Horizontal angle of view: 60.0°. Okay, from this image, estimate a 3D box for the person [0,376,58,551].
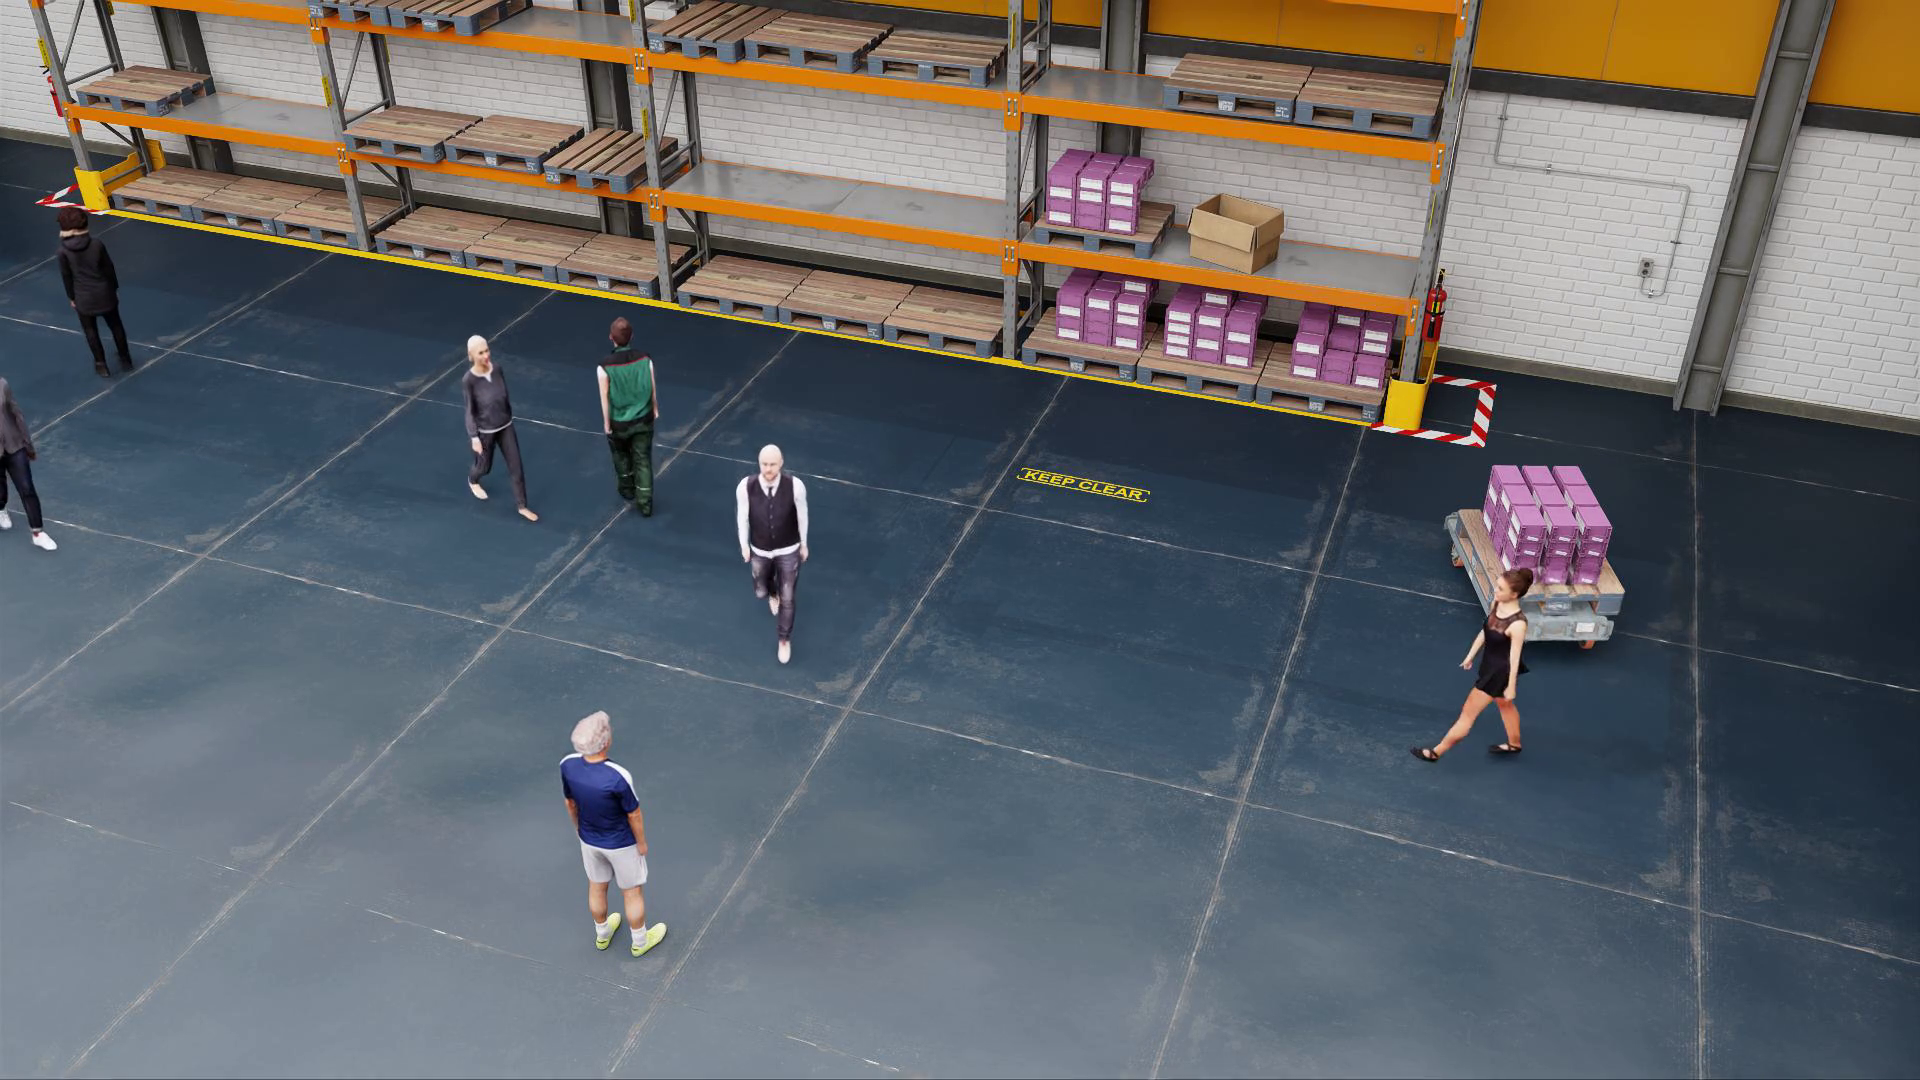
[{"bbox_3d":[-8.092,-0.750,13.939,1.116,1.800,0.941,25,41,32],"label":"person"}]

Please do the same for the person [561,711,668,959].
[{"bbox_3d":[-2.129,1.790,10.083,0.489,1.839,0.692,10,35,15],"label":"person"}]

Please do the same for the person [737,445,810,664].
[{"bbox_3d":[-1.406,0.036,12.752,1.038,1.807,0.981,-2,34,-3],"label":"person"}]

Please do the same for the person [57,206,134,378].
[{"bbox_3d":[-8.591,-2.447,16.515,0.766,1.775,0.808,-21,39,-28],"label":"person"}]

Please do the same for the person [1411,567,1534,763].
[{"bbox_3d":[3.834,0.907,11.597,1.156,1.634,0.856,-2,34,-2],"label":"person"}]

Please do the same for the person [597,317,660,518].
[{"bbox_3d":[-2.830,-1.020,14.326,0.896,1.821,0.955,-13,36,-19],"label":"person"}]

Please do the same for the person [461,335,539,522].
[{"bbox_3d":[-4.101,-0.997,14.406,1.156,1.695,0.889,27,42,34],"label":"person"}]
